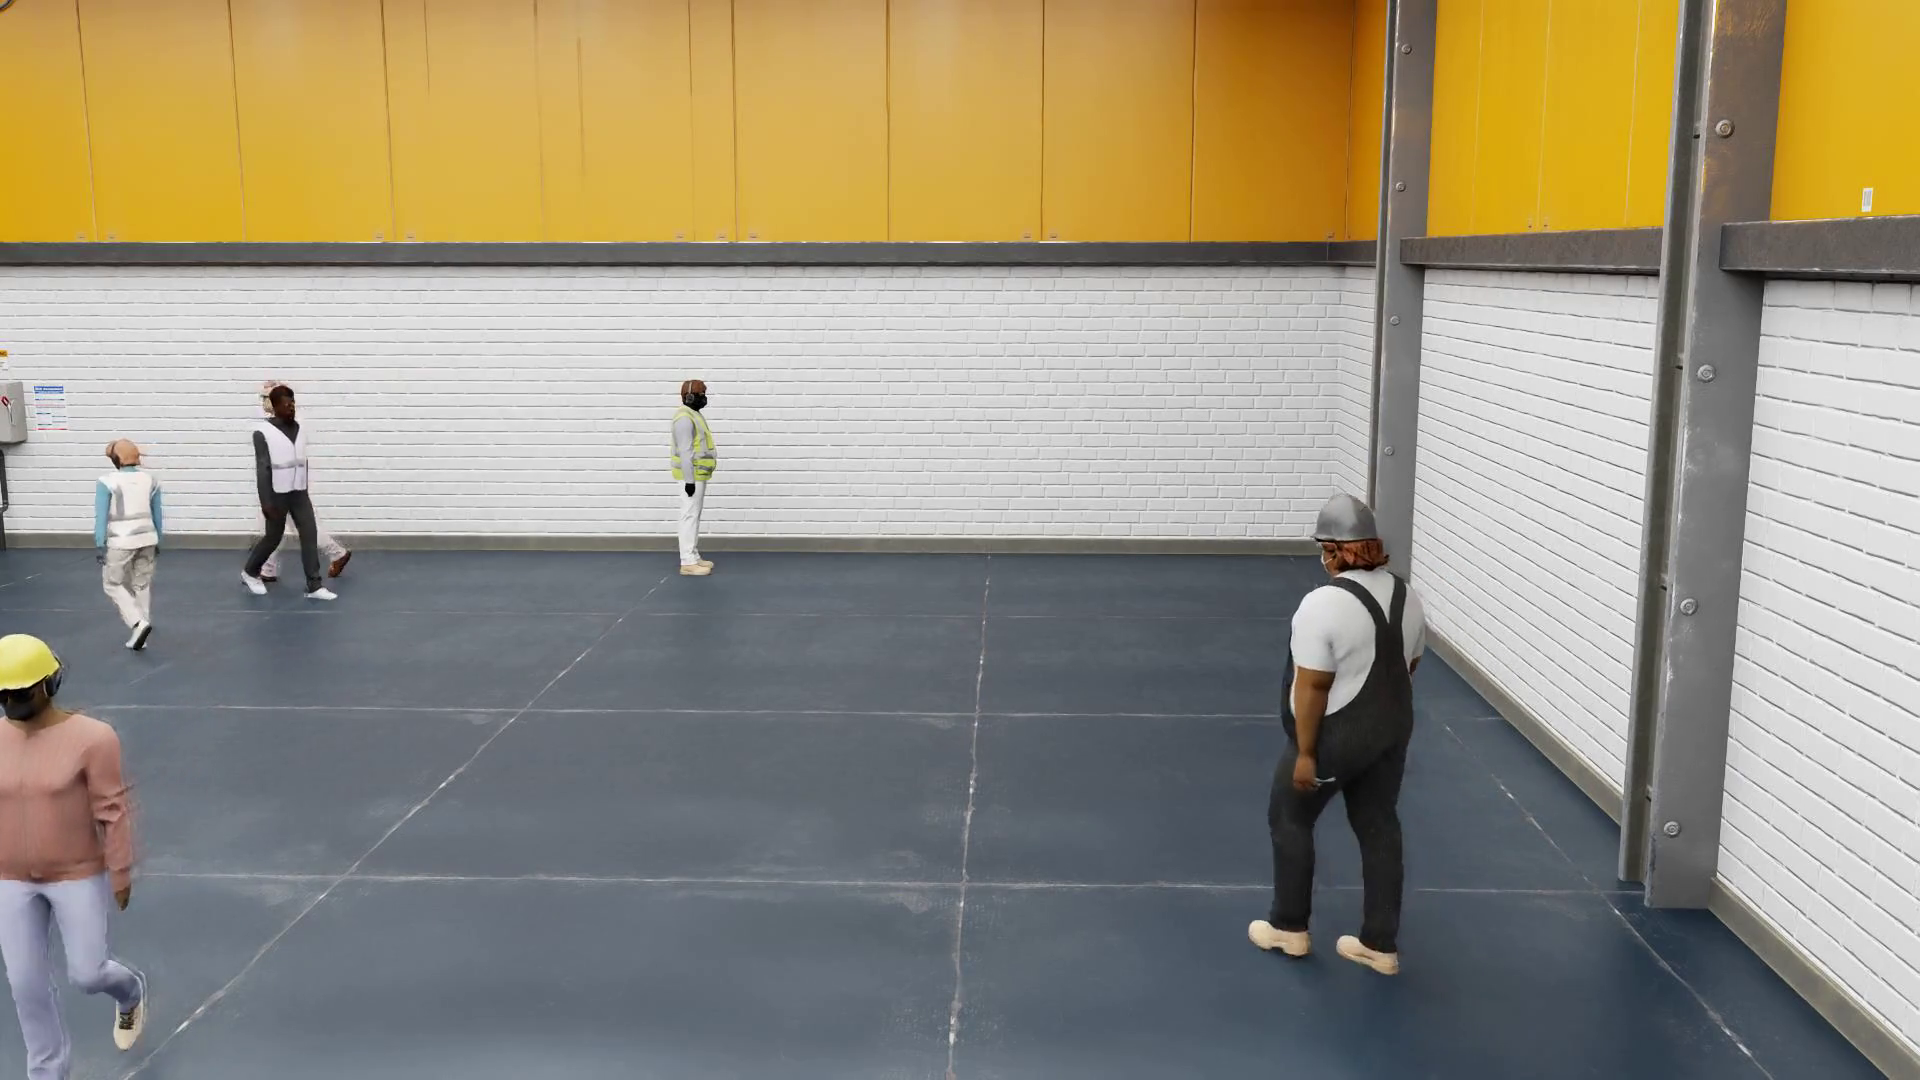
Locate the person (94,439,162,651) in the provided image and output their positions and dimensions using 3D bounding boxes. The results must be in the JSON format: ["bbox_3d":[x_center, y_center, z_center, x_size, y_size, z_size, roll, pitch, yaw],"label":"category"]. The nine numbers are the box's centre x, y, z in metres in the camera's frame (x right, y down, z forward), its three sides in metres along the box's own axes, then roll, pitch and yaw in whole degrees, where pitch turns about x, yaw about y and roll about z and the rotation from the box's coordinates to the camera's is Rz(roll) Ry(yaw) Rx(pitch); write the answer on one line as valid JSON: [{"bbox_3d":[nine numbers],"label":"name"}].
[{"bbox_3d":[-6.246,0.048,12.566,0.461,1.620,0.549,6,11,32],"label":"person"}]

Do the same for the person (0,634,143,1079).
[{"bbox_3d":[-3.157,1.147,5.833,0.528,1.737,0.591,-1,10,-6],"label":"person"}]

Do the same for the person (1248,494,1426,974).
[{"bbox_3d":[1.582,0.786,7.039,0.706,2.000,0.768,-6,12,-33],"label":"person"}]

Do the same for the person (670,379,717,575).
[{"bbox_3d":[-2.509,-0.599,15.728,0.429,1.842,0.632,0,10,-1],"label":"person"}]

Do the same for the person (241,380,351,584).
[{"bbox_3d":[-6.137,-0.534,15.264,0.888,1.878,0.654,-6,12,-33],"label":"person"}]

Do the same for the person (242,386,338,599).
[{"bbox_3d":[-5.950,-0.418,14.565,0.941,1.885,0.604,4,11,24],"label":"person"}]
